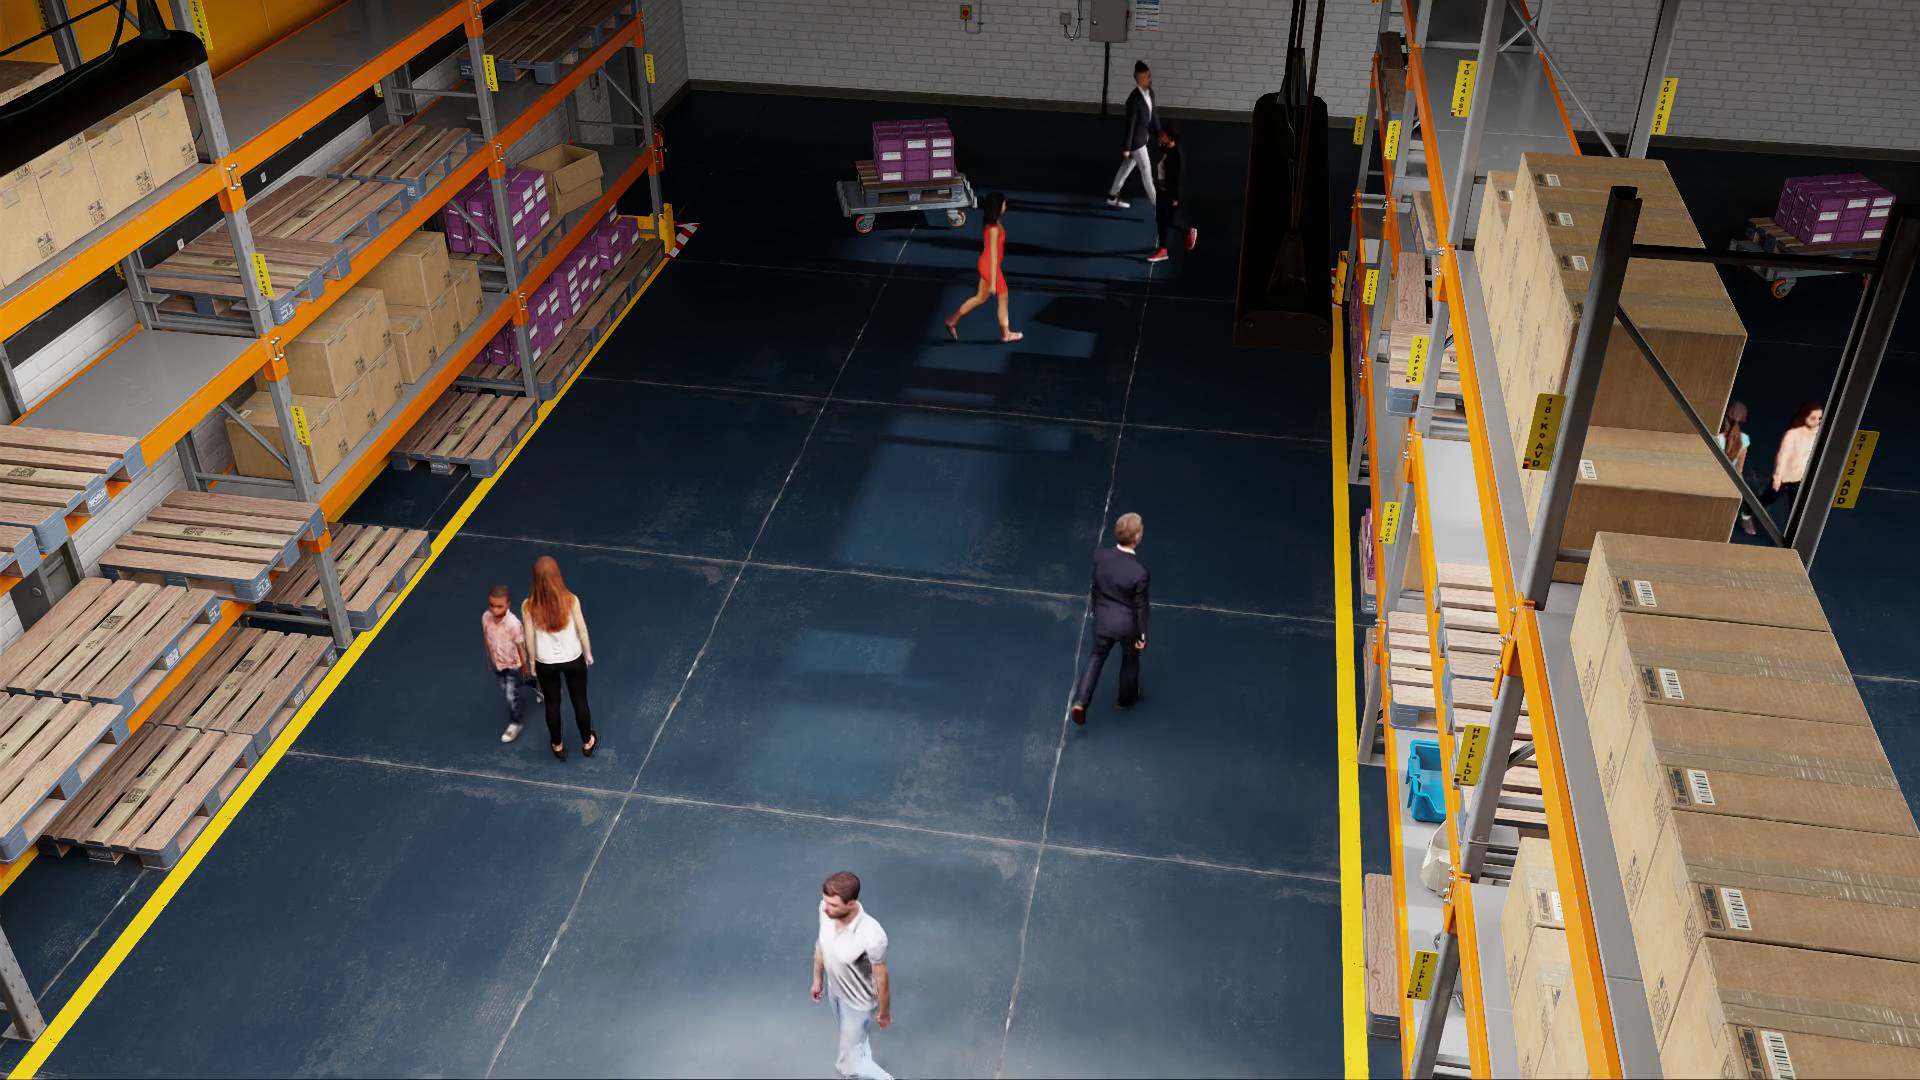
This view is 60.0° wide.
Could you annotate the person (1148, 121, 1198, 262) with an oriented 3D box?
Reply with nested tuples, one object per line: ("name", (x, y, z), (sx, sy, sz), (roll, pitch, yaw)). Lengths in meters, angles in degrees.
("person", (2.497, -4.051, 19.337), (0.960, 1.658, 0.925), (-18, 38, -25))

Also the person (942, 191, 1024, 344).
("person", (0.221, -2.813, 17.451), (0.967, 1.685, 1.124), (-5, 34, -8))

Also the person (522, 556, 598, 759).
("person", (-2.855, 0.862, 11.888), (0.651, 1.723, 0.625), (-6, 34, -8))

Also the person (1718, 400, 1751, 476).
("person", (6.384, -0.427, 13.986), (0.705, 1.546, 0.824), (-7, 34, -10))

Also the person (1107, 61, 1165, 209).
("person", (2.090, -4.940, 20.457), (1.001, 1.899, 1.238), (15, 36, 21))

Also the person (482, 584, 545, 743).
("person", (-3.296, 0.847, 12.302), (0.669, 1.289, 0.872), (17, 37, 24))

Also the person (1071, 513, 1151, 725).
("person", (1.115, 0.599, 12.214), (0.955, 1.799, 1.141), (22, 40, 30))

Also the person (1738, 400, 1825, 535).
("person", (7.081, -0.571, 14.292), (0.838, 1.447, 1.067), (-8, 35, -12))

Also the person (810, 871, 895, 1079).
("person", (-0.529, 2.498, 9.320), (0.827, 1.840, 0.775), (-24, 40, -31))
